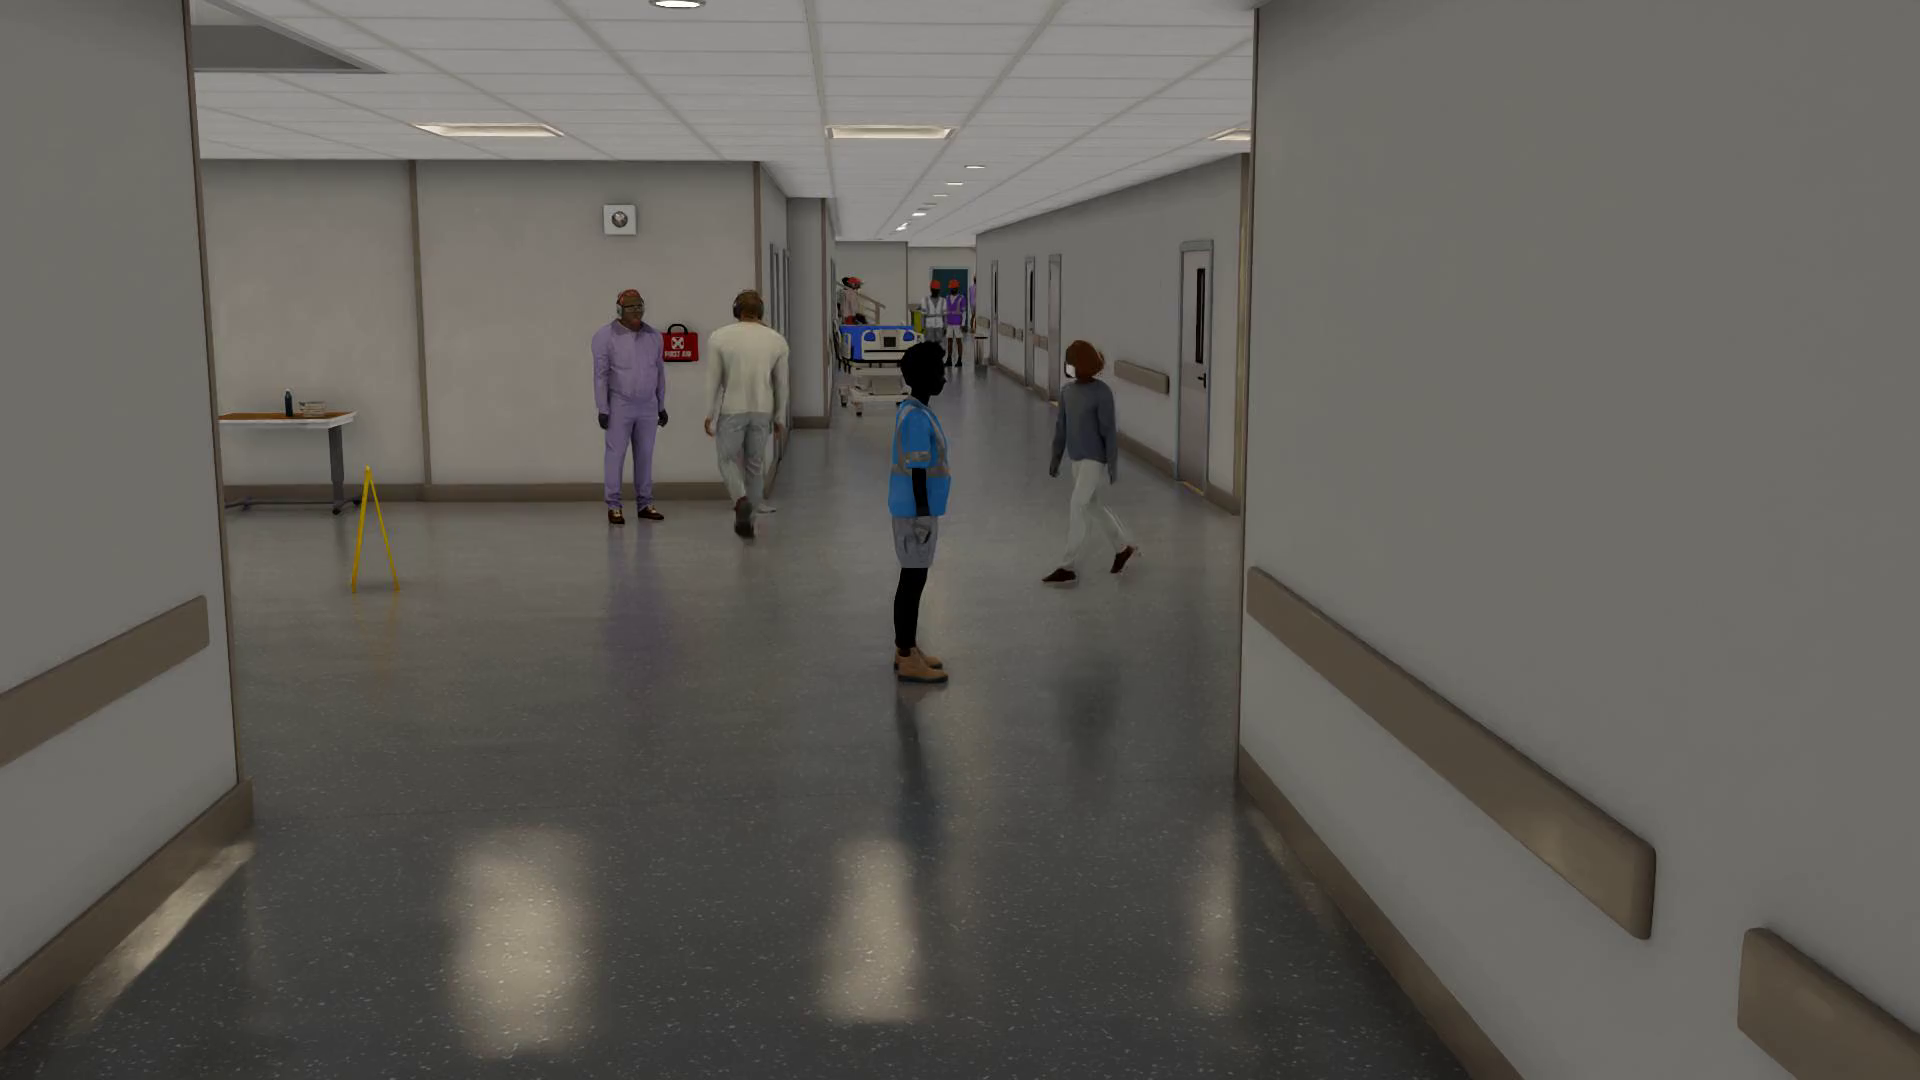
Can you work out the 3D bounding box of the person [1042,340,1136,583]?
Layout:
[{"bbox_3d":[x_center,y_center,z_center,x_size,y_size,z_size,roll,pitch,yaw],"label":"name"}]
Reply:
[{"bbox_3d":[0.886,-0.533,11.082,0.796,1.600,0.509,-5,11,-31],"label":"person"}]

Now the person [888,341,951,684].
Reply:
[{"bbox_3d":[-0.202,-0.143,8.329,0.317,1.696,0.540,-1,9,-4],"label":"person"}]

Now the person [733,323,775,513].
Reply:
[{"bbox_3d":[-1.769,-1.040,14.179,0.319,1.628,0.508,-8,12,-42],"label":"person"}]

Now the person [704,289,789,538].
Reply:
[{"bbox_3d":[-1.599,-0.937,12.652,0.670,1.913,0.608,-3,10,-20],"label":"person"}]

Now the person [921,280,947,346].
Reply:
[{"bbox_3d":[-0.536,-4.471,34.780,0.564,1.927,0.421,-2,9,-14],"label":"person"}]

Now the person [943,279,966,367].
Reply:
[{"bbox_3d":[-0.134,-4.811,36.887,0.542,1.937,0.360,4,10,26],"label":"person"}]

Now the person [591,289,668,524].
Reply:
[{"bbox_3d":[-2.678,-1.093,13.641,0.642,1.909,0.399,-7,12,-38],"label":"person"}]

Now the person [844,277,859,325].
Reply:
[{"bbox_3d":[-2.811,-5.834,43.201,0.428,1.982,0.631,-3,10,-19],"label":"person"}]
